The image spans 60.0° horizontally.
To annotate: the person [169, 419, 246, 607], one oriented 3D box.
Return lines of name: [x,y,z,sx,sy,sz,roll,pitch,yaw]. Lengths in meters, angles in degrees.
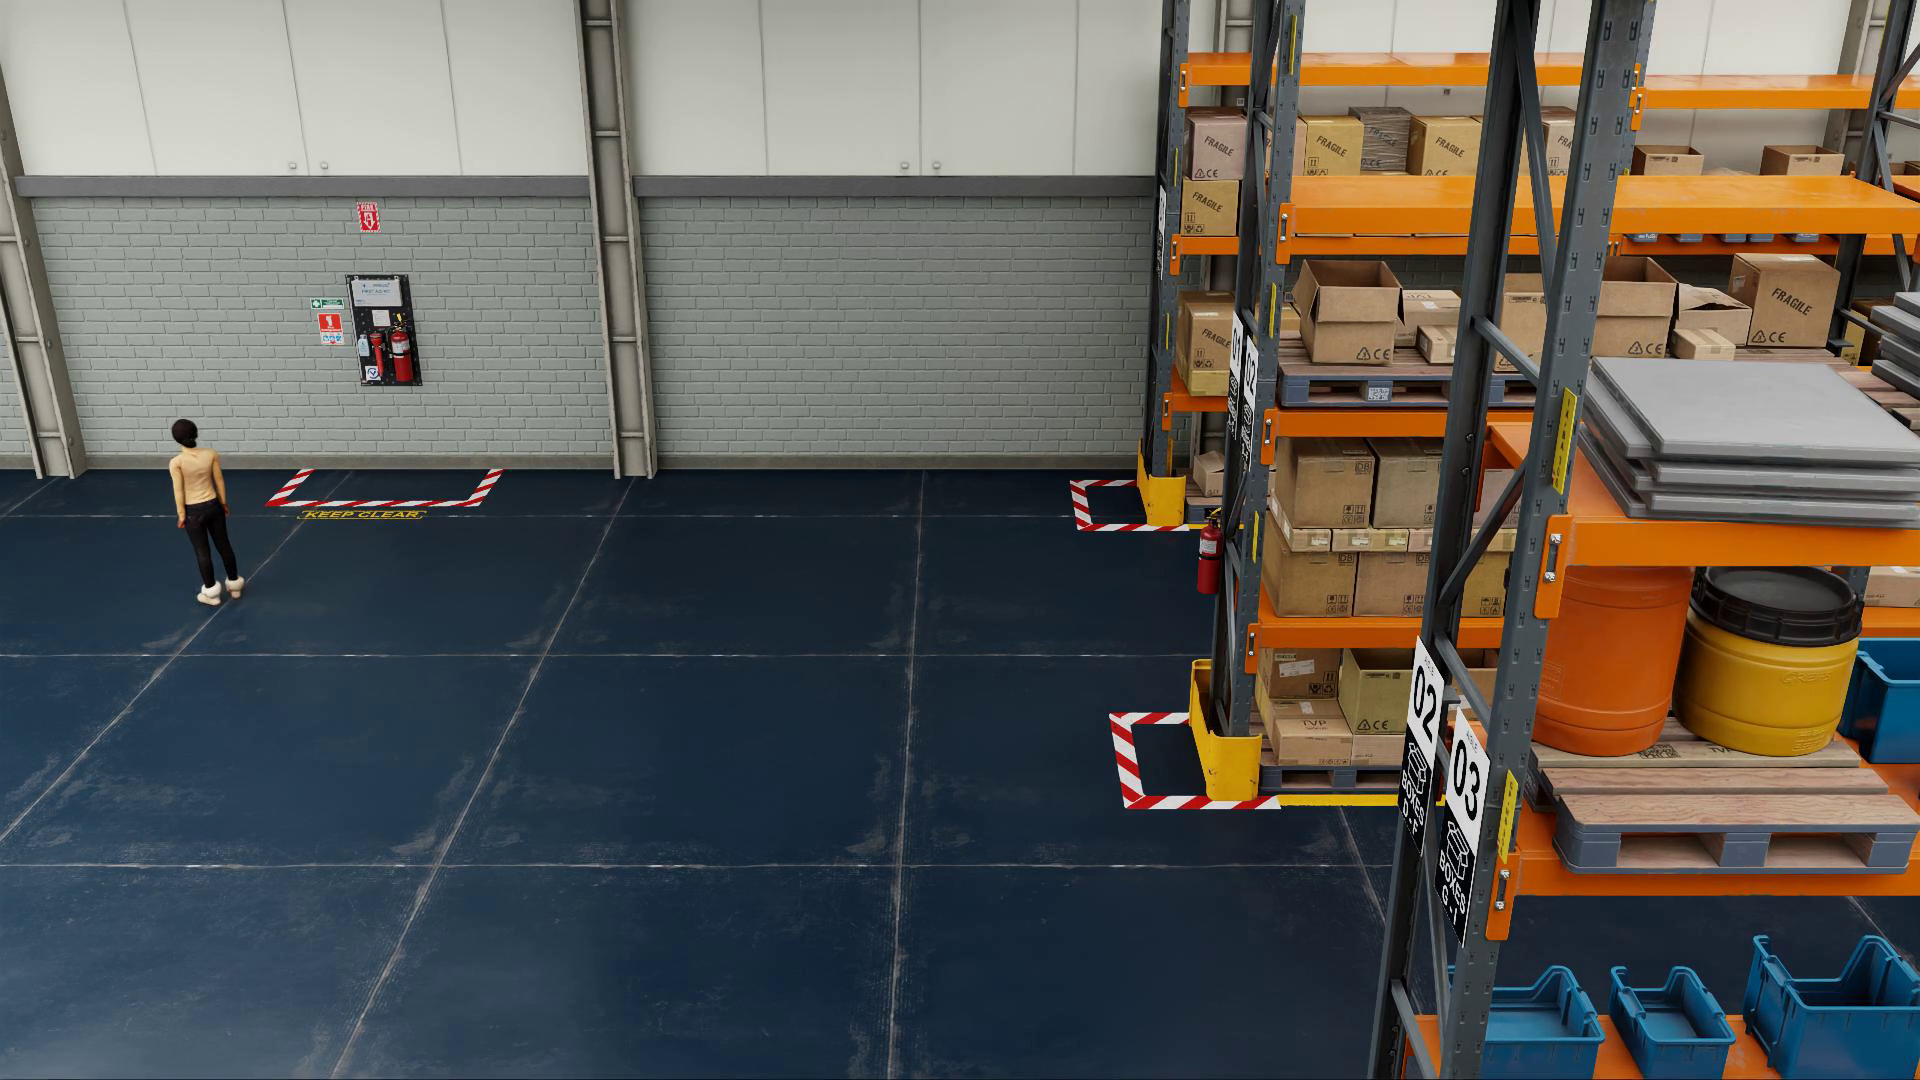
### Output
person: [-6.468,-0.252,14.217,0.736,1.658,0.679,20,30,39]
